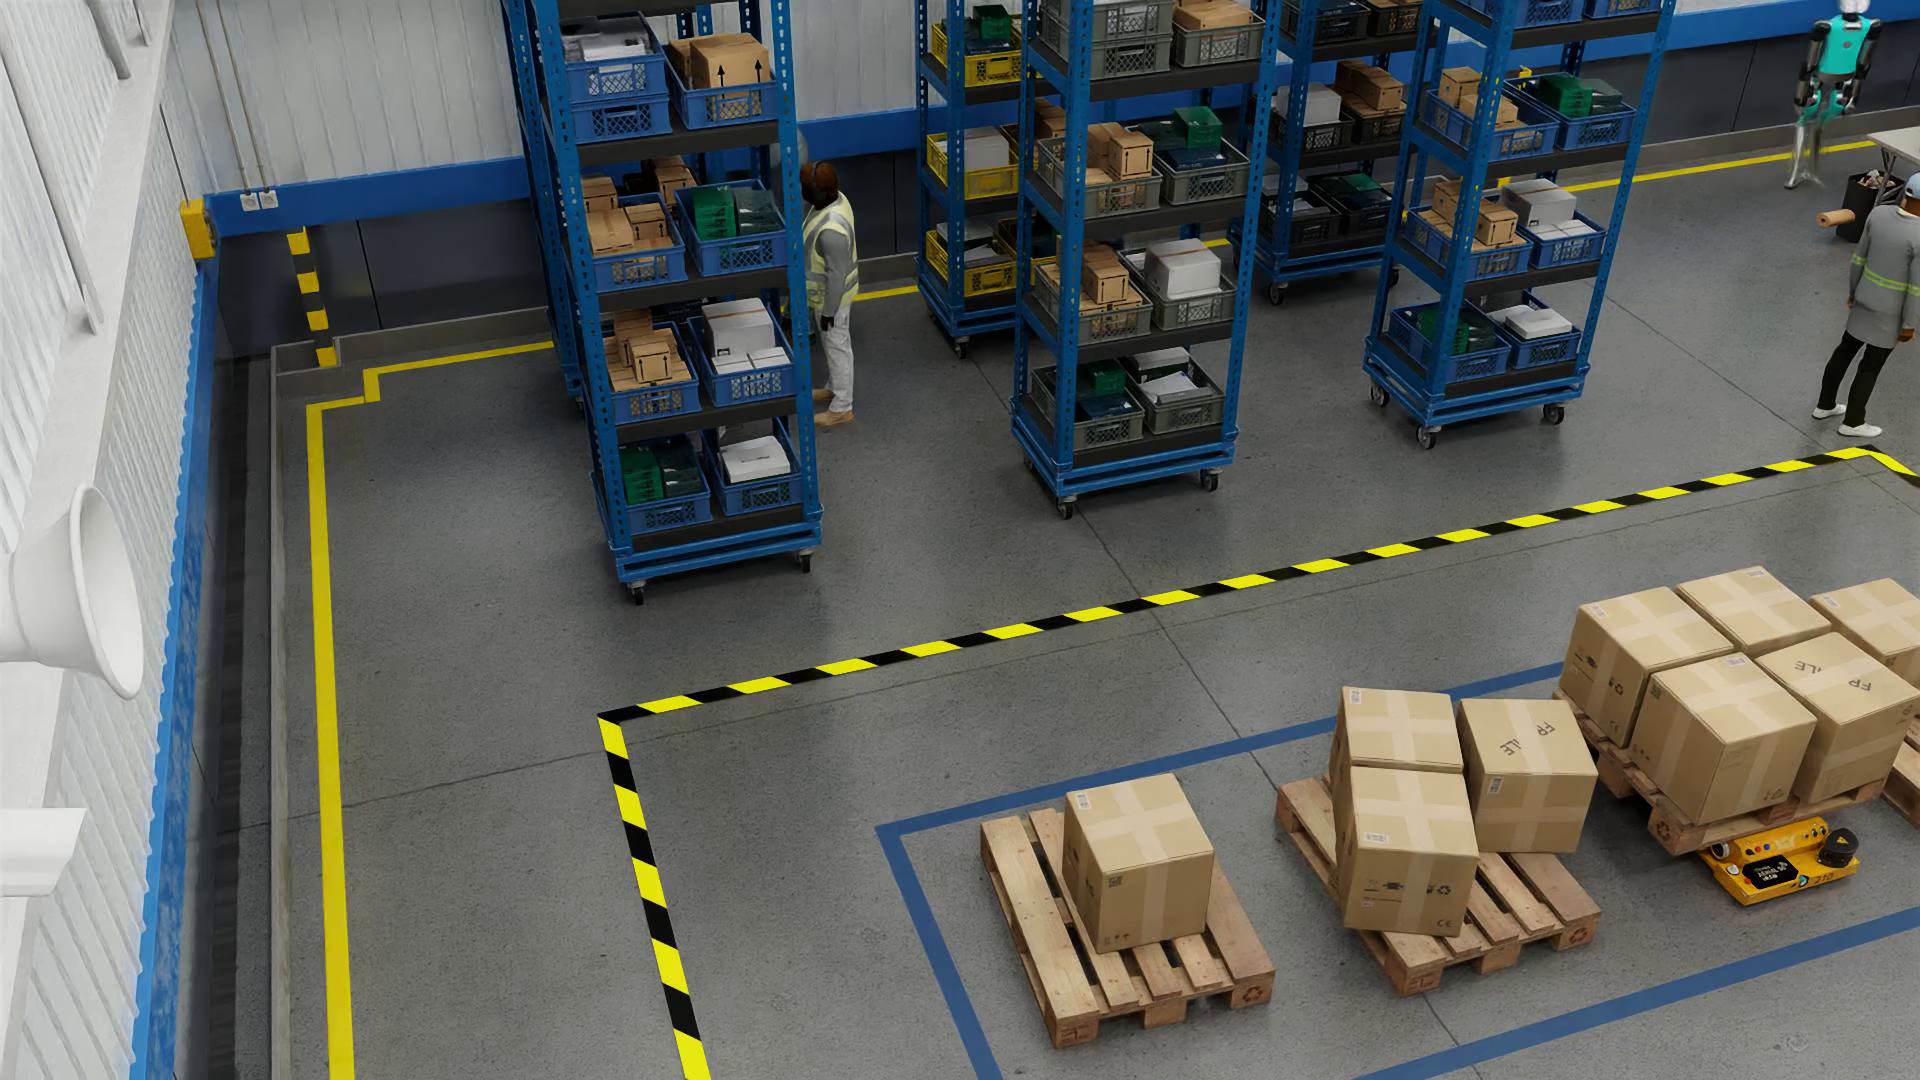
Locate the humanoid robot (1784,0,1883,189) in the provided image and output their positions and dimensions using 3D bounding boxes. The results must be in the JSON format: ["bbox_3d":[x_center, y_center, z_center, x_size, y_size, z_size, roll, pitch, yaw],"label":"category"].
[{"bbox_3d":[7.351,-3.839,14.240,0.609,1.802,0.839,4,35,5],"label":"humanoid robot"}]

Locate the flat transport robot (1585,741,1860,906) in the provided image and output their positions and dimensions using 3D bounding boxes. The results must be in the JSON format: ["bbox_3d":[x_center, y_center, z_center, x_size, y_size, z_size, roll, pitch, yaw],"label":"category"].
[{"bbox_3d":[3.738,1.188,8.347,0.652,0.197,1.431,-11,37,-15],"label":"flat transport robot"}]

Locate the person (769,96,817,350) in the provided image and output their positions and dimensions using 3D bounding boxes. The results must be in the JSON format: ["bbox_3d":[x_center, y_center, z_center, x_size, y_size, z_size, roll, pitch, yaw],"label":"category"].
[{"bbox_3d":[-1.233,-2.288,11.855,0.372,1.936,0.626,-11,37,-15],"label":"person"}]

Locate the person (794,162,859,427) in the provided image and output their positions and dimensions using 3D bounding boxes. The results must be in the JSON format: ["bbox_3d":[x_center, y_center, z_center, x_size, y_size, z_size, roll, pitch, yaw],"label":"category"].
[{"bbox_3d":[-0.881,-1.627,11.003,0.430,1.838,0.619,-3,35,-4],"label":"person"}]

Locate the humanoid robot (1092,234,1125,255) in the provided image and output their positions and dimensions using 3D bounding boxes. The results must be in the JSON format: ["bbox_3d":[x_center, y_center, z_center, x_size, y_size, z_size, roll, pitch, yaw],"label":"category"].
[{"bbox_3d":[0.971,-1.543,11.063,0.766,1.636,0.609,-4,35,-5],"label":"humanoid robot"}]

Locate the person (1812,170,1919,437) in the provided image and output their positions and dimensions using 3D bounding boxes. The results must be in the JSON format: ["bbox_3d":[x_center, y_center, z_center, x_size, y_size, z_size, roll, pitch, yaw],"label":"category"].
[{"bbox_3d":[6.041,-1.543,10.870,0.375,1.852,0.588,-10,37,-14],"label":"person"}]
